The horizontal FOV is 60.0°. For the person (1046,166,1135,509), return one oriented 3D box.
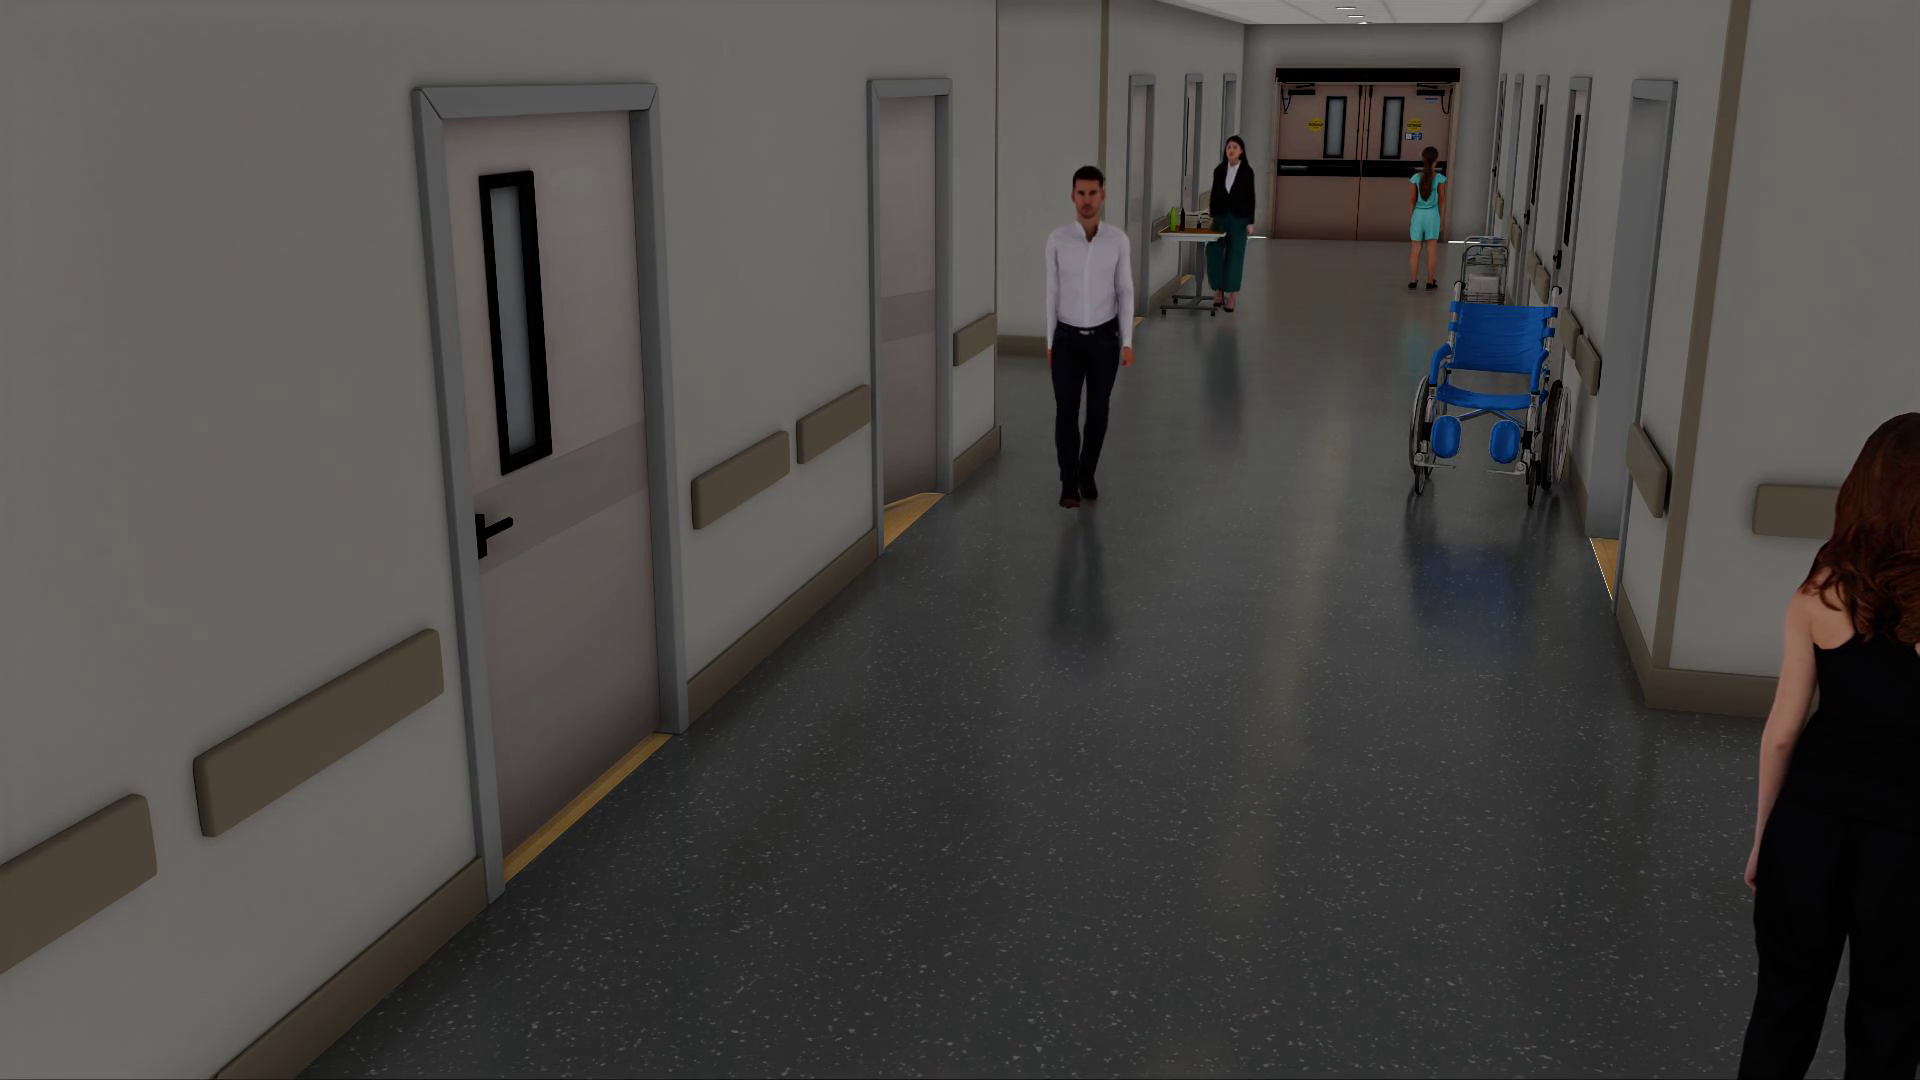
[{"bbox_3d":[0.707,-1.118,9.202,0.788,1.842,1.169,1,16,3],"label":"person"}]

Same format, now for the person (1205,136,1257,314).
[{"bbox_3d":[2.711,-3.133,16.557,0.646,1.728,0.683,6,17,21],"label":"person"}]

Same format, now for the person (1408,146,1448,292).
[{"bbox_3d":[5.140,-3.550,18.349,0.564,1.558,0.577,6,17,21],"label":"person"}]

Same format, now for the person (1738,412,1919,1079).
[{"bbox_3d":[1.749,0.615,3.230,0.639,1.746,0.636,12,19,36],"label":"person"}]
